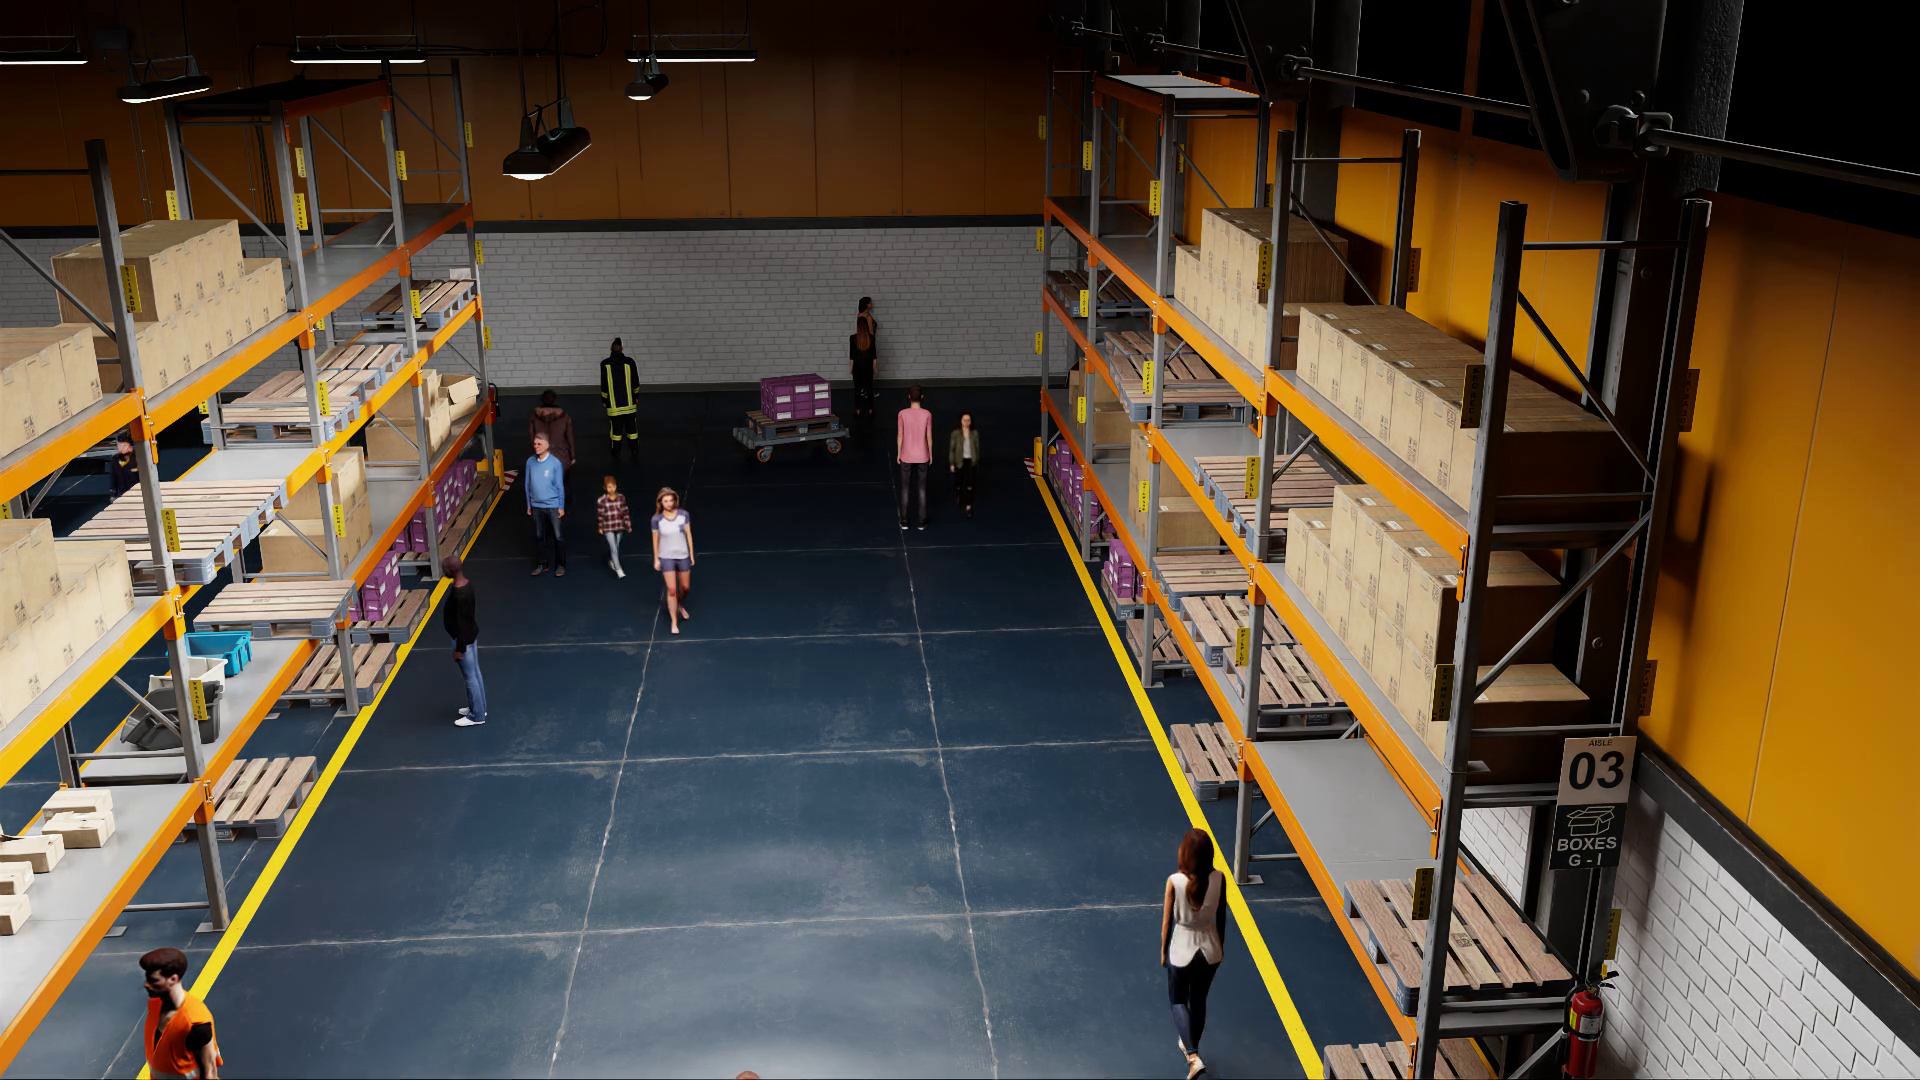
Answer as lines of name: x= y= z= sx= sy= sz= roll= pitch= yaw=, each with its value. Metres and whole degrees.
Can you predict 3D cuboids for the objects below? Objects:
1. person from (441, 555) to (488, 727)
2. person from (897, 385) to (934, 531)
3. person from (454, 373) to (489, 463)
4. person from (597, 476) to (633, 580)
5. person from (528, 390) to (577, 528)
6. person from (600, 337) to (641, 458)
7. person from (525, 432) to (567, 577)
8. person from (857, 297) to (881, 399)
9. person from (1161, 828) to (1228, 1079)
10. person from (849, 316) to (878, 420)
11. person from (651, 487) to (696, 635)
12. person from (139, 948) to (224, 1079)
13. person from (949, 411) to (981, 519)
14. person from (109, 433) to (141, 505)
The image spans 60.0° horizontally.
person: x=-4.850 y=0.969 z=16.324 sx=0.646 sy=1.746 sz=0.457 roll=-2 pitch=19 yaw=-5
person: x=-0.607 y=-1.099 z=22.133 sx=0.627 sy=1.958 sz=0.556 roll=-1 pitch=19 yaw=-4
person: x=-7.304 y=-1.750 z=24.841 sx=0.628 sy=1.464 sz=0.907 roll=-2 pitch=19 yaw=-6
person: x=-4.283 y=-0.174 z=20.476 sx=0.789 sy=1.261 sz=0.994 roll=-12 pitch=22 yaw=-31
person: x=-5.449 y=-1.052 z=22.248 sx=0.759 sy=1.795 sz=1.132 roll=-2 pitch=19 yaw=-5
person: x=-5.235 y=-2.213 z=25.590 sx=0.830 sy=1.862 sz=0.789 roll=-7 pitch=20 yaw=-19
person: x=-5.084 y=-0.458 z=20.446 sx=0.710 sy=1.820 sz=0.665 roll=3 pitch=19 yaw=10
person: x=-1.651 y=-3.412 z=29.295 sx=0.753 sy=1.770 sz=0.644 roll=-13 pitch=23 yaw=-34
person: x=1.572 y=2.770 z=10.936 sx=0.617 sy=1.771 sz=0.896 roll=-3 pitch=19 yaw=-8
person: x=-1.630 y=-2.894 z=27.848 sx=0.618 sy=1.712 sz=0.524 roll=-3 pitch=19 yaw=-8
person: x=-3.219 y=0.190 z=18.715 sx=0.736 sy=1.697 sz=0.912 roll=-7 pitch=20 yaw=-20
person: x=-4.427 y=3.170 z=9.565 sx=0.786 sy=1.888 sz=0.826 roll=12 pitch=22 yaw=31
person: x=0.063 y=-1.055 z=22.781 sx=0.587 sy=1.459 sz=0.881 roll=-1 pitch=19 yaw=-3
person: x=-10.352 y=-0.537 z=20.984 sx=0.924 sy=1.627 sz=1.150 roll=4 pitch=19 yaw=13
